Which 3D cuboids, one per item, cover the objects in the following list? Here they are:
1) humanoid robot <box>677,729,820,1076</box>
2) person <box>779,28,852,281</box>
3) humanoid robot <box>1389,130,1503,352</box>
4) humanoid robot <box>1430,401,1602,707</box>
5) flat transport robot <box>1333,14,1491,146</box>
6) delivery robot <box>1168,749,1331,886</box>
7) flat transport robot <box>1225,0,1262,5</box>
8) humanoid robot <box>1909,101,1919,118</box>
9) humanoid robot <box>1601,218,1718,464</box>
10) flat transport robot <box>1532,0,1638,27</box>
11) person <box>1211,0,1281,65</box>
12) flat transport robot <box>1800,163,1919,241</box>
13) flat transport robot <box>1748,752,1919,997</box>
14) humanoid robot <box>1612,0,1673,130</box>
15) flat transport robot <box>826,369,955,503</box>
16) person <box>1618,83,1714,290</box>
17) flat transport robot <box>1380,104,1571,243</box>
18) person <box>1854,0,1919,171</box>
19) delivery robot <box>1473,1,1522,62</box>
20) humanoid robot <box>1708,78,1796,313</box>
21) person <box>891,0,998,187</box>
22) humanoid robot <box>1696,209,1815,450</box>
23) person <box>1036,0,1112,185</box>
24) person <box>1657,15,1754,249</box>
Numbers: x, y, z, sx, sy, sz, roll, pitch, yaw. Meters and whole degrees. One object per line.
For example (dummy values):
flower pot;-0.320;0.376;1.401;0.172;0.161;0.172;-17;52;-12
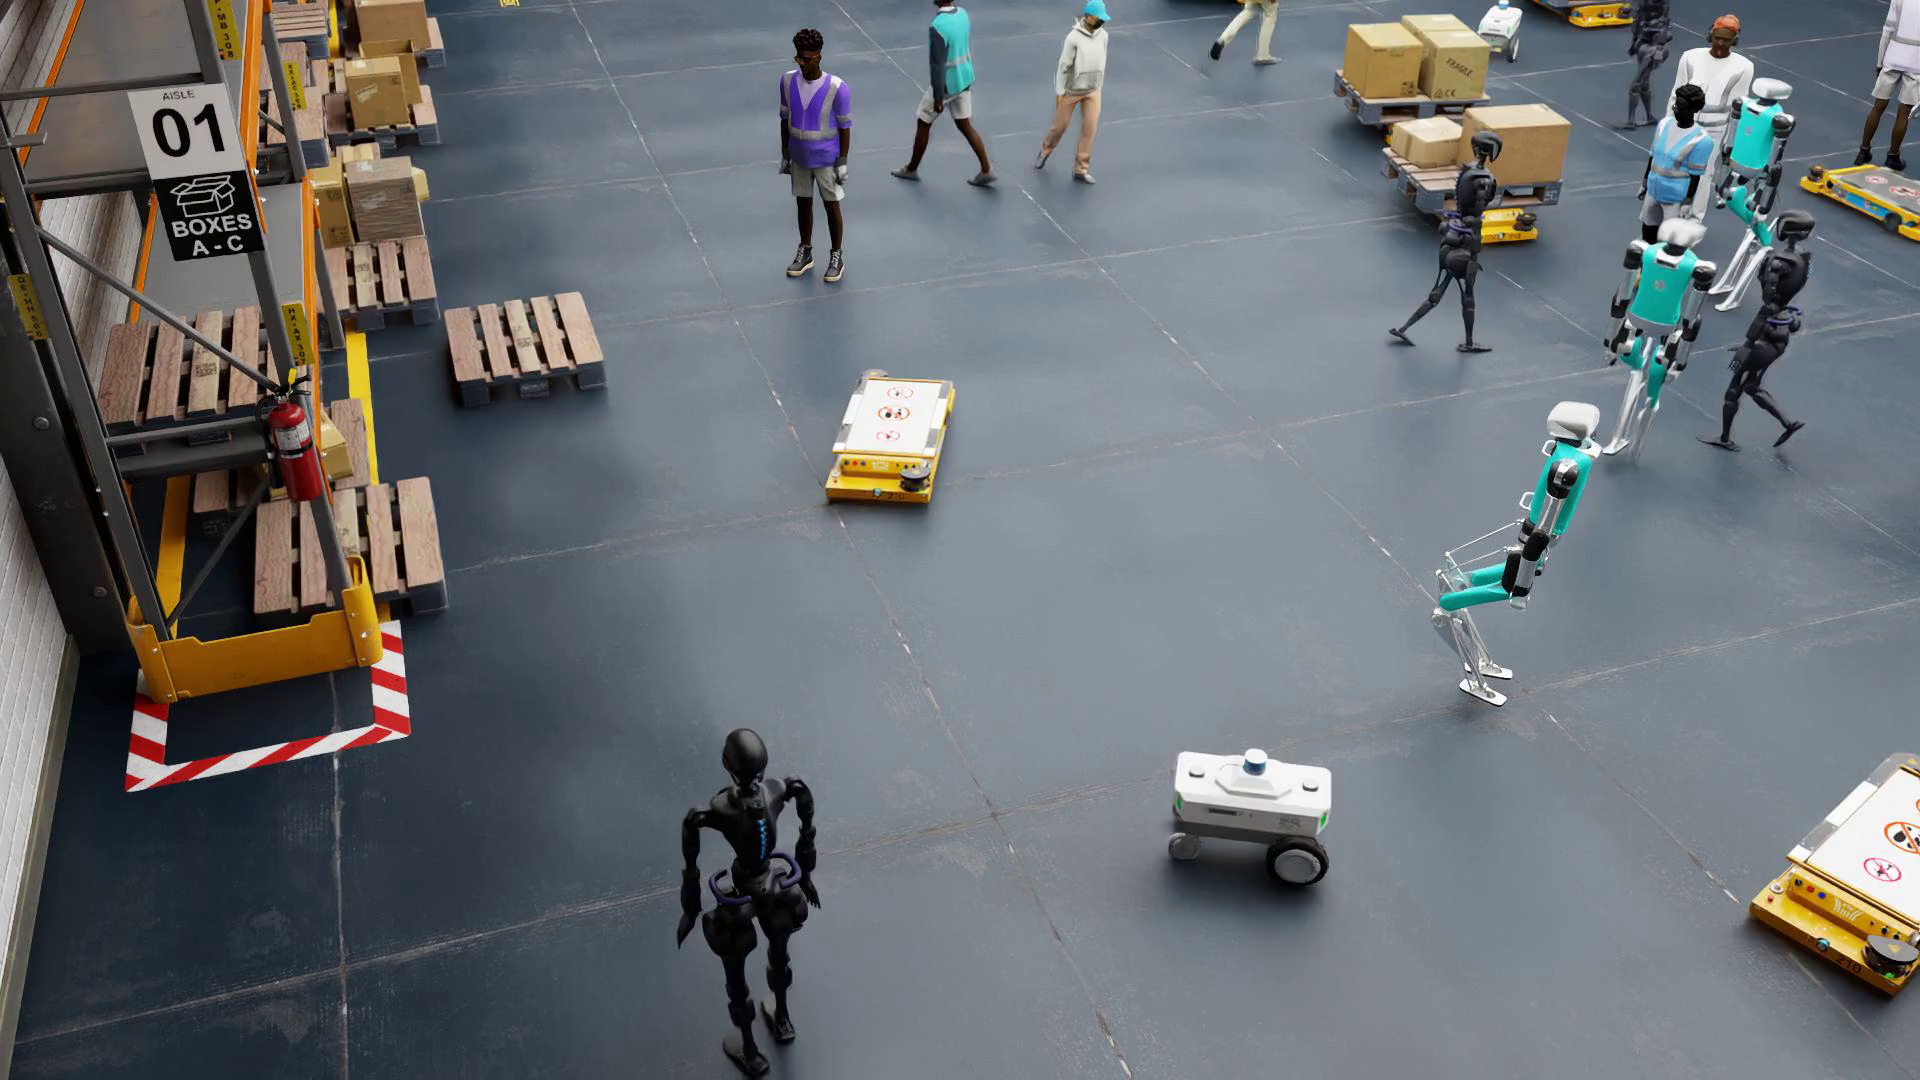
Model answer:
humanoid robot;-0.816;1.388;6.438;0.585;1.654;0.362;-18;37;-25
person;-1.126;-2.969;12.860;0.602;1.966;0.368;12;35;18
humanoid robot;3.541;-2.116;11.871;0.738;1.643;0.600;2;33;2
humanoid robot;2.695;0.032;8.343;0.735;1.677;0.533;17;37;24
flat transport robot;4.335;-4.122;16.180;0.659;0.231;1.431;-3;33;-5
delivery robot;1.359;1.230;7.709;0.789;0.593;0.499;6;34;9
flat transport robot;3.109;-6.745;20.203;1.431;0.231;0.659;17;37;24
humanoid robot;9.647;-4.921;16.083;0.846;1.790;0.540;5;33;7
humanoid robot;4.363;-1.183;10.427;0.568;1.888;0.767;24;40;32
flat transport robot;7.235;-6.321;19.553;0.659;0.231;1.431;-8;34;-12
person;3.108;-5.860;17.439;0.702;1.806;0.612;-15;36;-21
flat transport robot;8.051;-2.933;14.356;0.659;0.231;1.431;-11;35;-16
flat transport robot;4.272;1.481;7.586;1.431;0.231;0.659;-26;41;-33
humanoid robot;6.616;-4.747;15.880;0.497;1.647;0.617;-4;33;-6
flat transport robot;-0.436;-0.699;10.930;0.659;0.231;1.431;4;33;5
person;5.346;-2.614;12.564;0.319;1.690;0.529;-13;35;-19
flat transport robot;4.359;-2.920;14.338;0.659;0.231;1.431;-5;33;-8
person;8.477;-4.266;14.876;0.351;1.938;0.543;-27;42;-35
delivery robot;5.861;-5.539;18.108;0.499;0.612;0.796;15;36;21
humanoid robot;6.023;-2.609;12.476;0.680;1.758;0.542;-13;35;-19
person;-0.111;-4.025;14.556;0.990;1.889;0.566;21;38;28
humanoid robot;5.175;-1.288;10.556;0.519;1.644;0.608;25;41;33
person;1.037;-4.002;14.735;0.491;1.641;0.692;-13;35;-19
person;5.981;-3.302;13.452;0.576;1.879;0.352;21;39;29
